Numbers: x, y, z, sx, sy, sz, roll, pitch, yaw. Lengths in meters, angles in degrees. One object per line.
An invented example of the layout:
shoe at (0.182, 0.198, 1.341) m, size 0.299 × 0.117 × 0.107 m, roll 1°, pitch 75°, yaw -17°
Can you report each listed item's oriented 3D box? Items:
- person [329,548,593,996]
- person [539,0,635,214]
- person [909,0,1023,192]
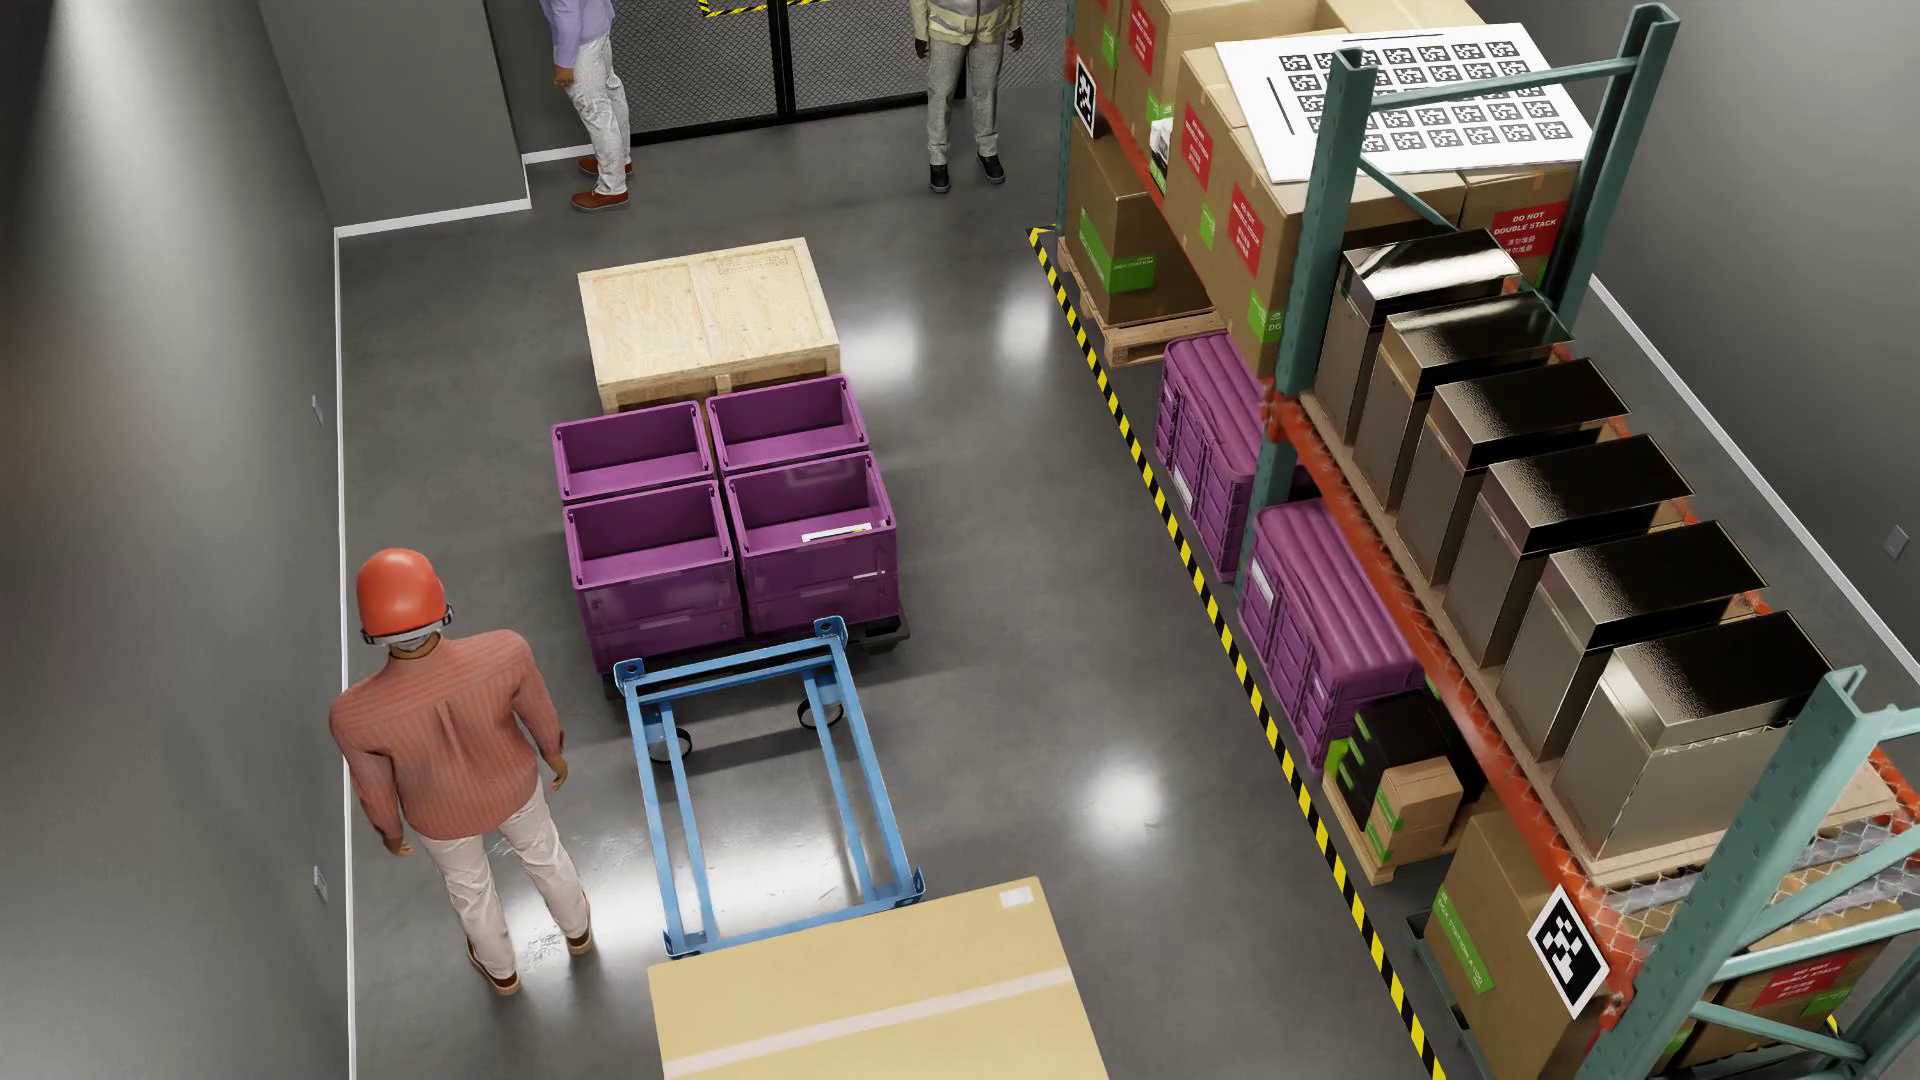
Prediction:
person at (-1.521, 0.751, 5.159) m, size 0.622 × 1.992 × 0.393 m, roll -25°, pitch 52°, yaw -21°
person at (-1.886, -2.509, 8.190) m, size 0.370 × 1.940 × 0.627 m, roll 1°, pitch 47°, yaw 1°
person at (0.043, -2.601, 8.348) m, size 0.588 × 1.830 × 0.403 m, roll -11°, pitch 48°, yaw -10°
